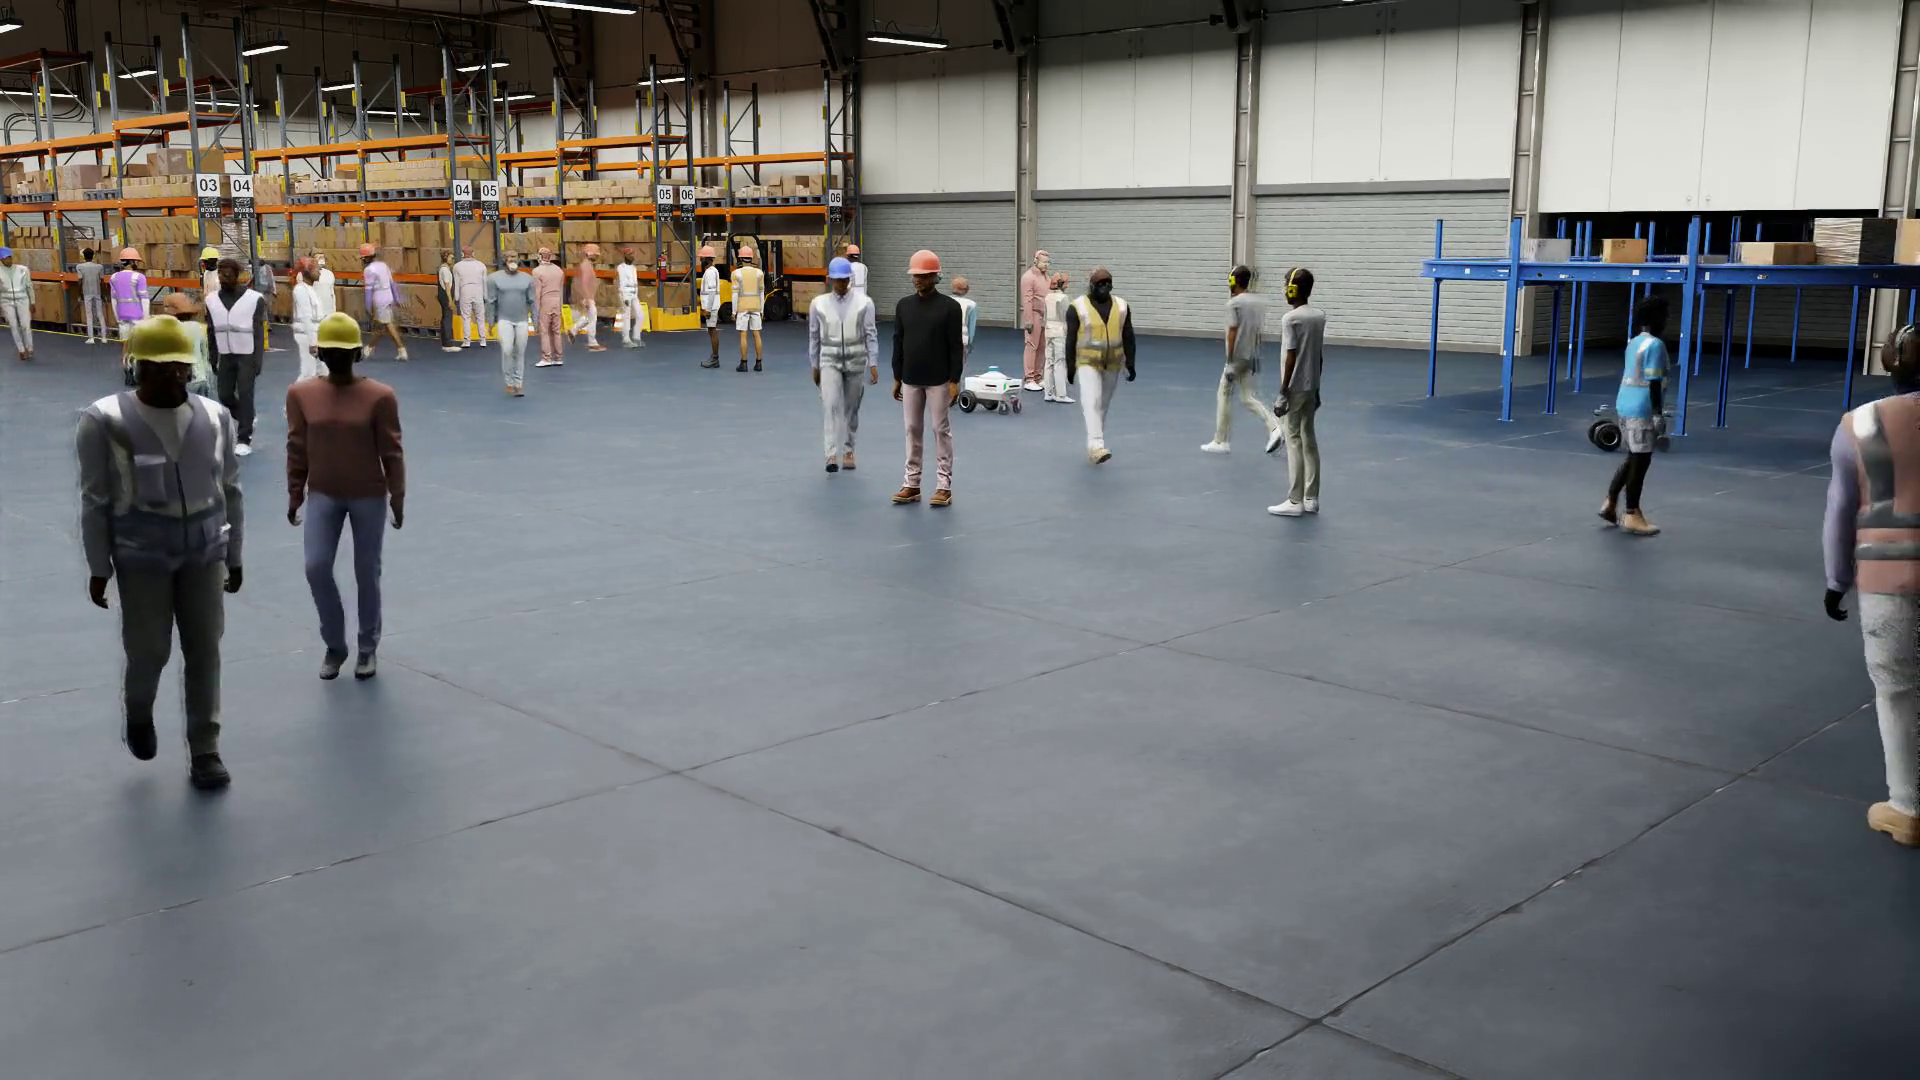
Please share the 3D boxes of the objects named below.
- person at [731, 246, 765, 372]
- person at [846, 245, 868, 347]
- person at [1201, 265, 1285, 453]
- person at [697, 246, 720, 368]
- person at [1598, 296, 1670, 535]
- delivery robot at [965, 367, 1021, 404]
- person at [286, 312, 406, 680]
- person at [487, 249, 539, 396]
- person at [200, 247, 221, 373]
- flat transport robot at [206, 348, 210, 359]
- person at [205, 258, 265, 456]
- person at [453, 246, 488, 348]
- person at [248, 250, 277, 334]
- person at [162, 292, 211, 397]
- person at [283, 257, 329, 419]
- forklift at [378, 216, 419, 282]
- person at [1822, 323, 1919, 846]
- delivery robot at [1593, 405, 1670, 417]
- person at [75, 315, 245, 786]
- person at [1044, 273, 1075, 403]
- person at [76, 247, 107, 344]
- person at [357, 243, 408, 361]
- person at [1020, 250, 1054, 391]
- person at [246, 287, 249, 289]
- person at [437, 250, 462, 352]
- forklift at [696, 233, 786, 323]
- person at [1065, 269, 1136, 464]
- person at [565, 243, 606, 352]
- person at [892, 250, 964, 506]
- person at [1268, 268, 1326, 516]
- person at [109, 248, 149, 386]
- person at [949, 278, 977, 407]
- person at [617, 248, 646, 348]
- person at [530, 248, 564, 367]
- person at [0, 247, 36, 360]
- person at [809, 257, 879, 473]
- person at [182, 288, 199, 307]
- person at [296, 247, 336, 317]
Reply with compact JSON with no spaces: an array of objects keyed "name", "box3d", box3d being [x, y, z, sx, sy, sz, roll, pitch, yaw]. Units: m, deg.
[{"name":"person","box3d":[-3.322,-3.612,26.006,0.542,1.938,0.358,-5,12,-27]},{"name":"person","box3d":[-1.944,-4.441,30.526,0.379,1.937,0.547,9,14,41]},{"name":"person","box3d":[2.777,-1.750,16.169,0.823,1.836,0.528,10,14,43]},{"name":"person","box3d":[-4.038,-3.758,26.791,0.354,1.942,0.545,-1,10,-6]},{"name":"person","box3d":[4.871,-0.897,11.925,0.352,1.685,0.582,1,10,5]},{"name":"delivery robot","box3d":[0.400,-1.840,19.975,0.707,0.478,0.477,10,14,44]},{"name":"person","box3d":[-2.909,-0.197,7.874,0.560,1.745,0.485,-2,11,-9]},{"name":"person","box3d":[-5.836,-2.836,21.809,0.661,1.919,0.625,-5,11,-25]},{"name":"person","box3d":[-11.459,-3.538,25.629,0.592,1.925,0.385,7,12,33]},{"name":"flat transport robot","box3d":[-12.928,-3.082,27.781,0.652,0.197,1.431,1,10,6]},{"name":"person","box3d":[-7.026,-1.797,16.232,0.595,1.899,0.558,0,10,2]},{"name":"person","box3d":[-9.254,-4.597,31.464,0.639,1.908,0.409,-5,12,-26]},{"name":"person","box3d":[-15.154,-5.387,36.045,0.748,1.807,0.597,5,12,26]},{"name":"person","box3d":[-6.813,-1.370,14.666,0.377,1.616,0.497,0,10,2]},{"name":"person","box3d":[-7.360,-2.256,18.853,0.565,1.892,0.581,-1,10,-5]},{"name":"forklift","box3d":[-17.868,-9.201,54.028,1.873,2.768,1.129,-10,14,-44]},{"name":"person","box3d":[3.383,0.153,5.847,0.673,1.815,0.437,4,11,22]},{"name":"delivery robot","box3d":[6.699,-1.348,16.575,0.698,0.223,0.335,3,11,12]},{"name":"person","box3d":[-3.058,0.041,6.415,0.604,1.816,0.499,-10,14,-43]},{"name":"person","box3d":[1.240,-2.559,21.080,0.311,1.639,0.512,-6,12,-31]},{"name":"person","box3d":[-17.009,-4.783,32.578,0.538,1.869,0.313,-9,14,-41]},{"name":"person","box3d":[-9.817,-4.007,28.084,1.029,1.962,0.685,1,10,8]},{"name":"person","box3d":[1.093,-3.010,22.828,0.406,1.901,0.639,6,12,30]},{"name":"person","box3d":[-16.715,-5.855,38.885,0.542,1.697,0.316,-3,11,-15]},{"name":"person","box3d":[-9.344,-4.357,30.340,0.343,1.839,0.506,-5,12,-27]},{"name":"forklift","box3d":[-5.496,-6.489,41.108,2.313,2.155,1.214,-10,14,-44]},{"name":"person","box3d":[1.343,-1.606,15.466,0.629,1.793,0.953,-3,11,-18]},{"name":"person","box3d":[-6.854,-4.423,30.366,0.721,1.957,0.652,-1,10,-5]},{"name":"person","box3d":[-0.272,-1.273,13.102,0.618,1.992,0.388,5,12,27]},{"name":"person","box3d":[2.570,-1.124,12.640,0.309,1.864,0.534,10,14,43]},{"name":"person","box3d":[-11.682,-3.151,23.498,0.547,1.934,0.376,2,11,10]},{"name":"person","box3d":[-0.045,-2.474,20.754,0.517,1.587,0.893,-1,10,-5]},{"name":"person","box3d":[-6.175,-4.562,31.375,0.532,1.869,0.587,5,11,25]},{"name":"person","box3d":[-6.699,-3.759,26.918,0.405,1.905,0.690,6,12,31]},{"name":"person","box3d":[-15.995,-3.984,28.125,0.630,1.902,0.868,-5,12,-27]},{"name":"person","box3d":[-1.033,-1.553,14.846,0.618,1.898,0.960,-1,10,-5]},{"name":"person","box3d":[-17.970,-5.839,38.734,0.509,1.727,0.393,-10,14,-43]},{"name":"person","box3d":[-9.087,-3.174,23.614,0.372,1.940,0.631,5,11,24]}]
